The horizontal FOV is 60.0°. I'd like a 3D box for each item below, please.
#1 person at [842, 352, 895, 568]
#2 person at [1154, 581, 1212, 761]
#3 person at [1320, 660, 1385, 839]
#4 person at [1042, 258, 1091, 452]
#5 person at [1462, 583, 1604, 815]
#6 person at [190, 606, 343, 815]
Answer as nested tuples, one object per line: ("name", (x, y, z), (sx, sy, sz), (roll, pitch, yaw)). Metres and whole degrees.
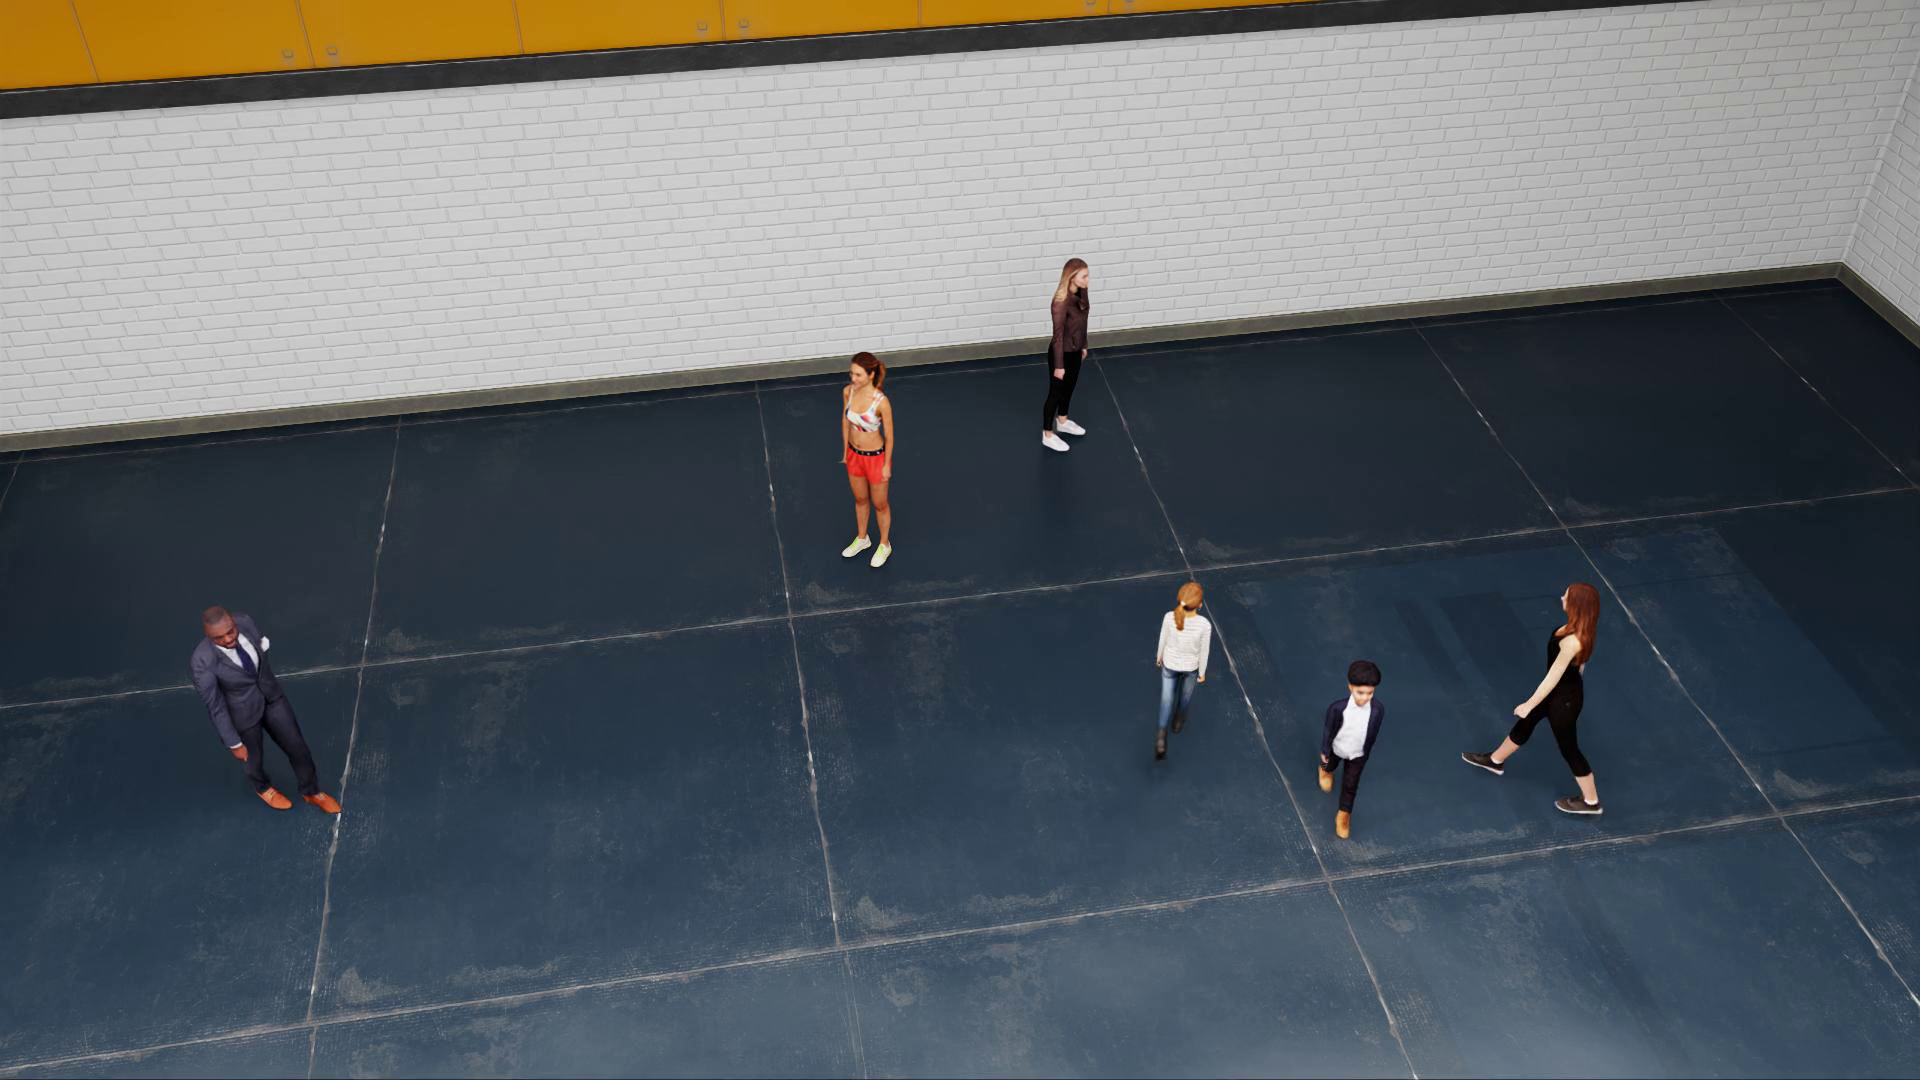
("person", (-0.659, -0.597, 12.049), (0.662, 1.791, 0.718), (22, 44, 25))
("person", (1.395, 0.846, 10.635), (0.729, 1.301, 0.919), (12, 40, 14))
("person", (2.381, 1.204, 10.256), (0.660, 1.214, 0.885), (5, 39, 7))
("person", (0.842, -1.502, 13.256), (0.731, 1.700, 0.665), (22, 44, 25))
("person", (3.748, 1.011, 10.122), (1.061, 1.684, 1.118), (16, 41, 19))
("person", (-4.315, 0.998, 10.059), (1.010, 1.782, 0.962), (14, 41, 17))
